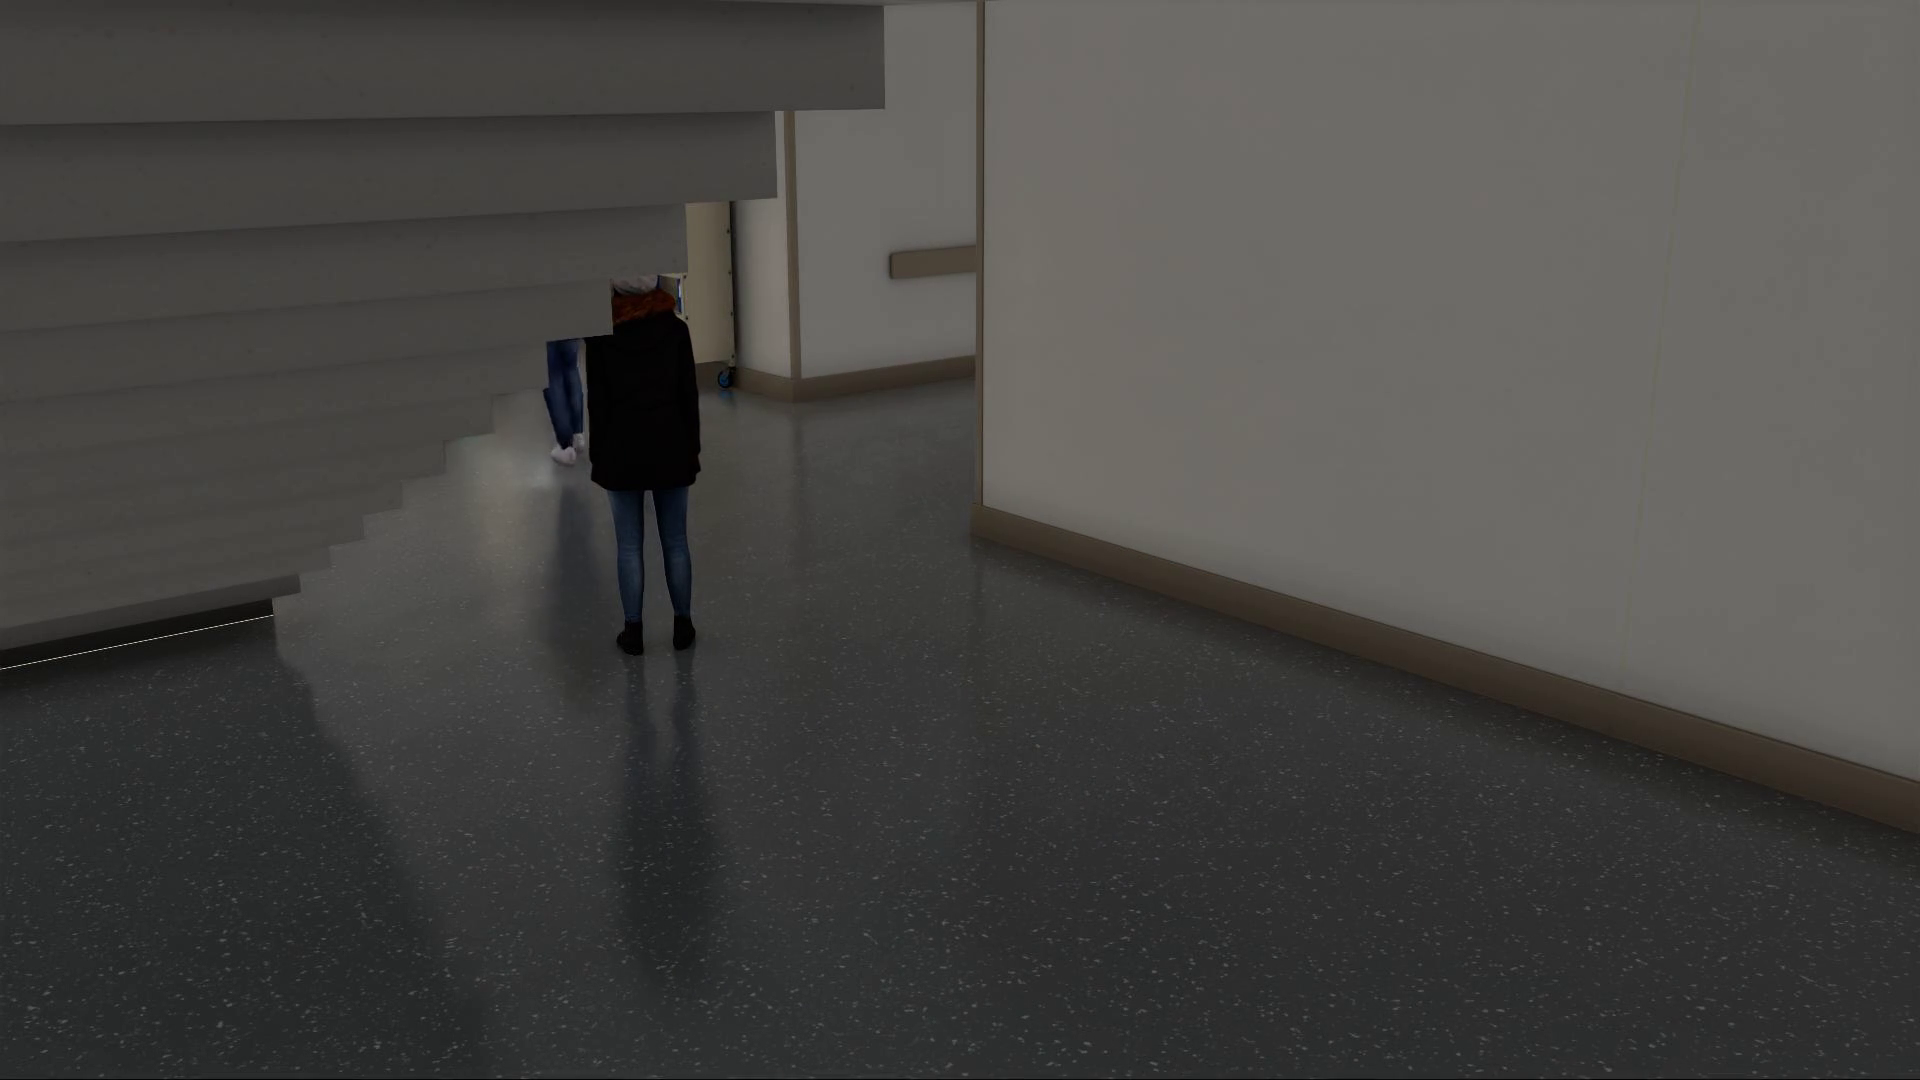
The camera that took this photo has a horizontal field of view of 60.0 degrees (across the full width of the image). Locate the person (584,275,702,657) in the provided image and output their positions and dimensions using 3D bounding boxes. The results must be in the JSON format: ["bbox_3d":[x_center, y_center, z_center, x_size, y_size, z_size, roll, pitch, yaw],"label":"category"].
[{"bbox_3d":[-1.250,-0.352,6.608,0.722,1.634,0.736,-5,17,-17],"label":"person"}]
